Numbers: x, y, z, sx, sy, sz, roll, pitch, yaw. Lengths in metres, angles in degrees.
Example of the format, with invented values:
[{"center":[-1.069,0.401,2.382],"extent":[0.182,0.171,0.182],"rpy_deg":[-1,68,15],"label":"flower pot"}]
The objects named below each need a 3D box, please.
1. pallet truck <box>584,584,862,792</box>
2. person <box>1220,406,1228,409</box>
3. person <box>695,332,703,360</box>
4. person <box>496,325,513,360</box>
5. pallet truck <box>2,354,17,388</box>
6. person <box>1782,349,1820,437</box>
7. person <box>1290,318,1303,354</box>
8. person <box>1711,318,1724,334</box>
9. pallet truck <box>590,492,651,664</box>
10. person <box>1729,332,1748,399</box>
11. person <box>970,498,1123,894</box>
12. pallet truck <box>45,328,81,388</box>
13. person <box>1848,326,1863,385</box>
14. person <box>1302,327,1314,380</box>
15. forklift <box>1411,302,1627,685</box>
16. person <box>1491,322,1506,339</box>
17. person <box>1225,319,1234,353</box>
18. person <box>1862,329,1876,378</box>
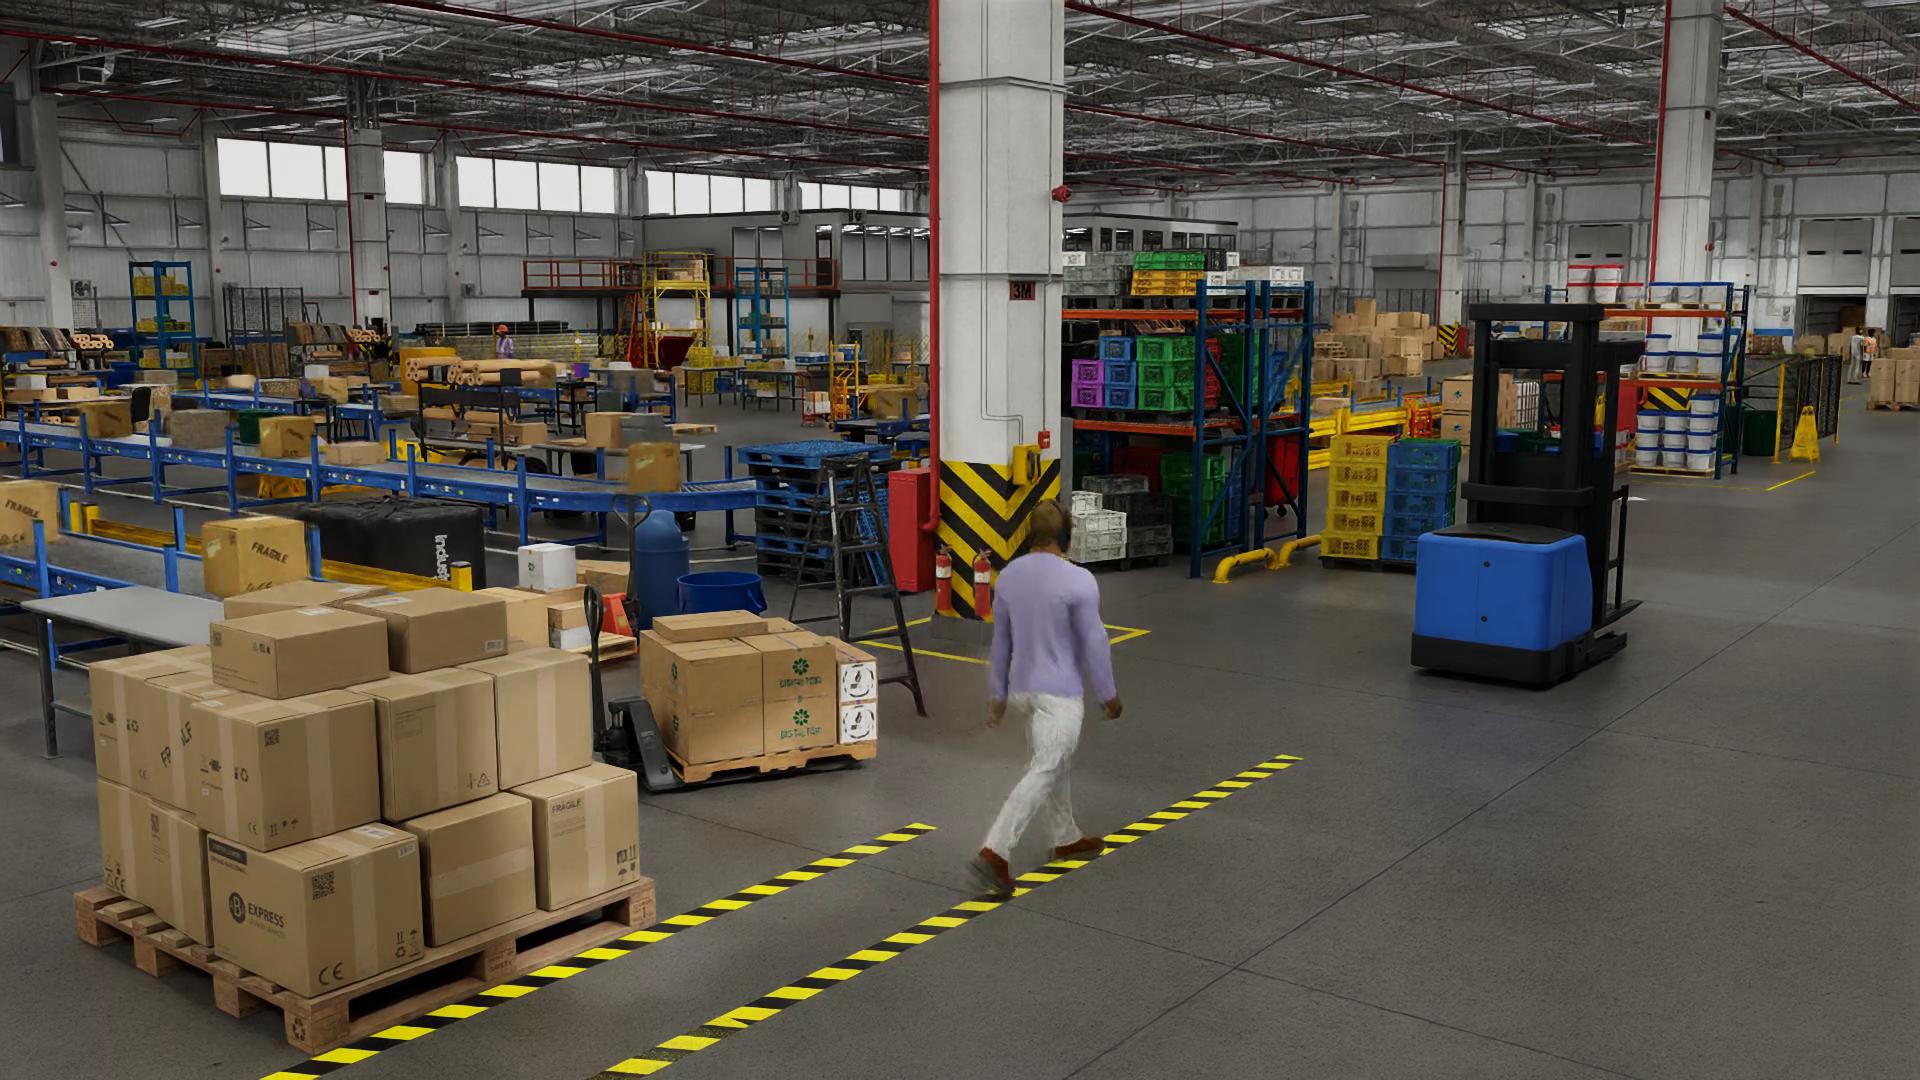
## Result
[{"center":[-1.426,0.805,10.019],"extent":[1.601,1.201,0.680],"rpy_deg":[-4,9,-26],"label":"pallet truck"},{"center":[4.802,-2.482,30.640],"extent":[0.549,1.680,0.370],"rpy_deg":[8,11,42],"label":"person"},{"center":[-10.195,-7.661,64.915],"extent":[0.354,1.879,0.566],"rpy_deg":[2,9,11],"label":"person"},{"center":[-12.464,-4.856,45.445],"extent":[0.607,2.044,0.376],"rpy_deg":[6,10,34],"label":"person"},{"center":[-24.881,-4.417,42.634],"extent":[1.885,1.965,0.823],"rpy_deg":[8,11,41],"label":"pallet truck"},{"center":[17.073,-2.981,33.681],"extent":[0.590,1.792,0.931],"rpy_deg":[-2,9,-15],"label":"person"},{"center":[15.870,-9.612,78.412],"extent":[0.625,1.805,0.966],"rpy_deg":[-2,9,-16],"label":"person"},{"center":[31.445,-8.267,68.964],"extent":[0.628,1.891,1.047],"rpy_deg":[-3,9,-20],"label":"person"},{"center":[-3.115,0.344,12.883],"extent":[0.653,1.274,1.630],"rpy_deg":[7,11,37],"label":"pallet truck"},{"center":[21.328,-4.799,45.504],"extent":[0.596,1.918,0.424],"rpy_deg":[-5,10,-31],"label":"person"},{"center":[0.373,0.747,8.171],"extent":[0.964,1.908,0.625],"rpy_deg":[-7,11,-39],"label":"person"},{"center":[-23.775,-4.544,43.495],"extent":[1.885,1.965,0.823],"rpy_deg":[6,10,35],"label":"pallet truck"},{"center":[28.396,-5.842,52.674],"extent":[0.317,1.870,0.525],"rpy_deg":[-3,9,-20],"label":"person"},{"center":[10.592,-5.613,50.706],"extent":[0.382,1.996,0.608],"rpy_deg":[1,9,8],"label":"person"},{"center":[4.379,-0.438,12.852],"extent":[1.129,2.768,1.873],"rpy_deg":[7,11,37],"label":"forklift"},{"center":[16.030,-5.461,49.527],"extent":[0.535,2.000,0.673],"rpy_deg":[-7,11,-40],"label":"person"},{"center":[10.787,-7.952,66.687],"extent":[0.364,1.933,0.543],"rpy_deg":[2,9,14],"label":"person"},{"center":[31.231,-6.415,57.129],"extent":[0.532,1.693,0.319],"rpy_deg":[-4,9,-26],"label":"person"}]
